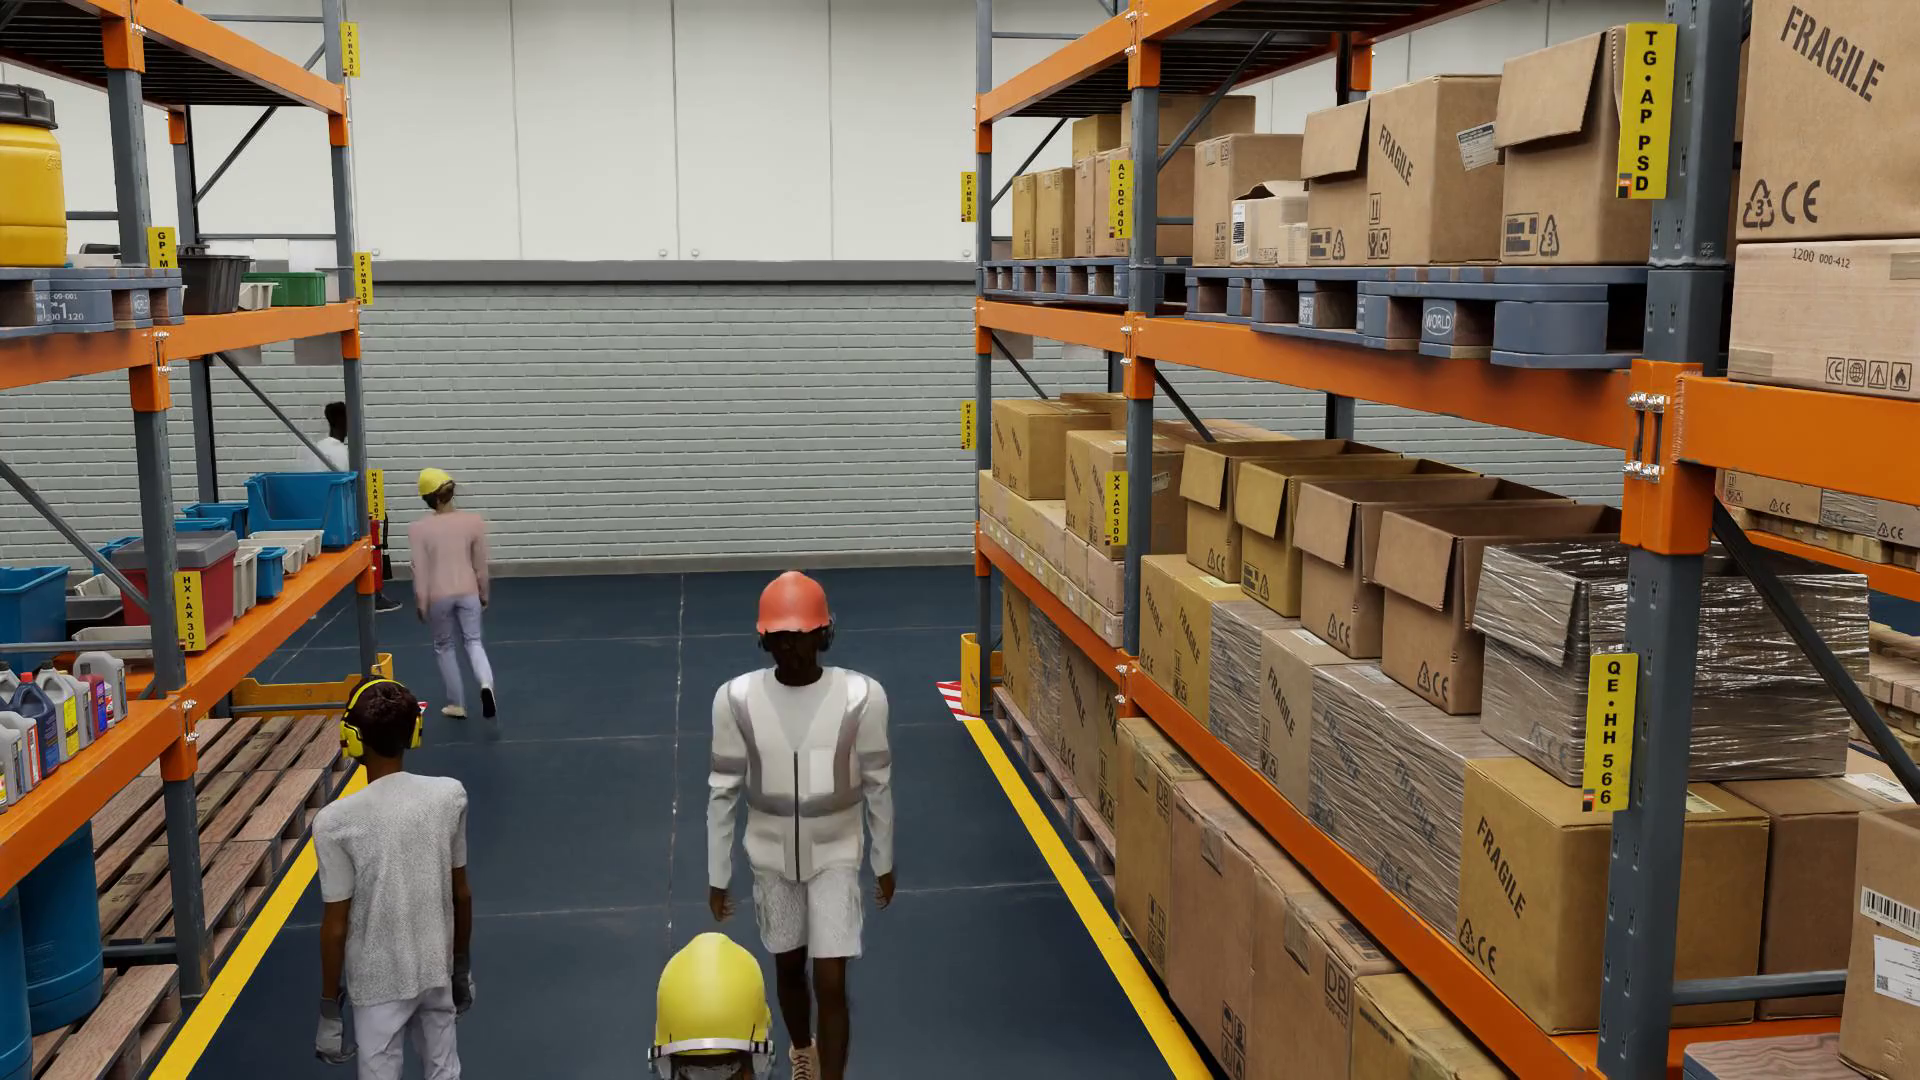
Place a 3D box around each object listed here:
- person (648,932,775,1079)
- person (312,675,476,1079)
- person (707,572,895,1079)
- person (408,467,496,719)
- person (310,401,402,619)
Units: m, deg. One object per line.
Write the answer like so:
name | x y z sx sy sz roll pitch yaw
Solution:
person | -0.431 1.643 3.141 0.581 1.800 0.917 0 9 1
person | -1.657 1.323 4.913 0.352 1.863 0.515 7 12 38
person | -0.554 1.115 5.679 0.637 2.015 0.869 1 9 3
person | -3.360 0.386 11.071 0.524 1.735 0.606 -6 11 -34
person | -5.483 -0.259 14.519 1.009 1.915 0.611 -9 13 -42
